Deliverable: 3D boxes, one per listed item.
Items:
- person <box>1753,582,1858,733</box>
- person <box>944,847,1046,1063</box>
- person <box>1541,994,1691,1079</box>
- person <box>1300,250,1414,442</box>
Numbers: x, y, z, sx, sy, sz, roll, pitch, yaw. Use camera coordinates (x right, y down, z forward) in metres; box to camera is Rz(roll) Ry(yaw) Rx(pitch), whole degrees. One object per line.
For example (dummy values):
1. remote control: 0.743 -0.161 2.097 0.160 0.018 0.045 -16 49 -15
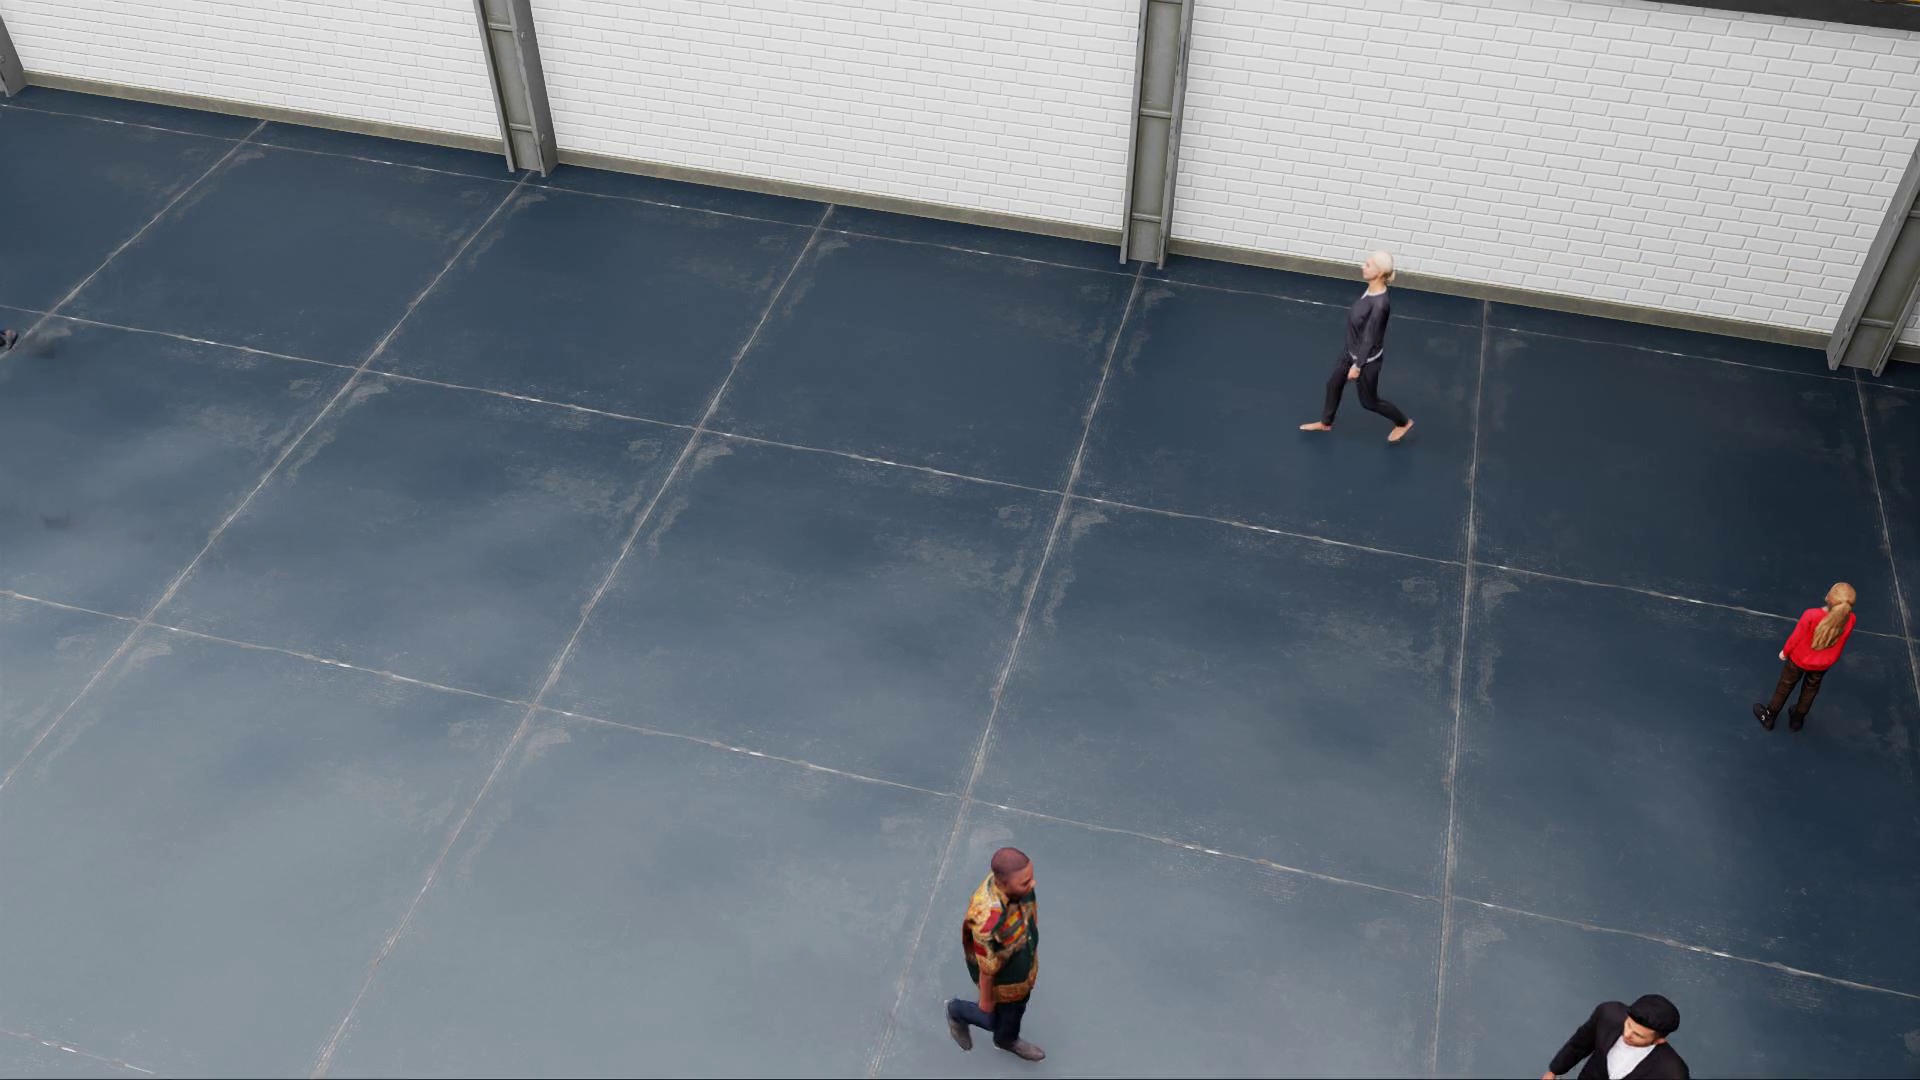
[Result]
1. person: 5.432 0.743 10.617 0.475 1.281 0.579 5 44 5
2. person: 0.158 2.184 8.732 0.907 1.793 0.801 22 48 21
3. person: 3.258 2.732 8.124 1.265 1.840 1.152 -17 46 -17
4. person: 3.143 -1.416 12.586 1.125 1.690 0.783 0 44 0
